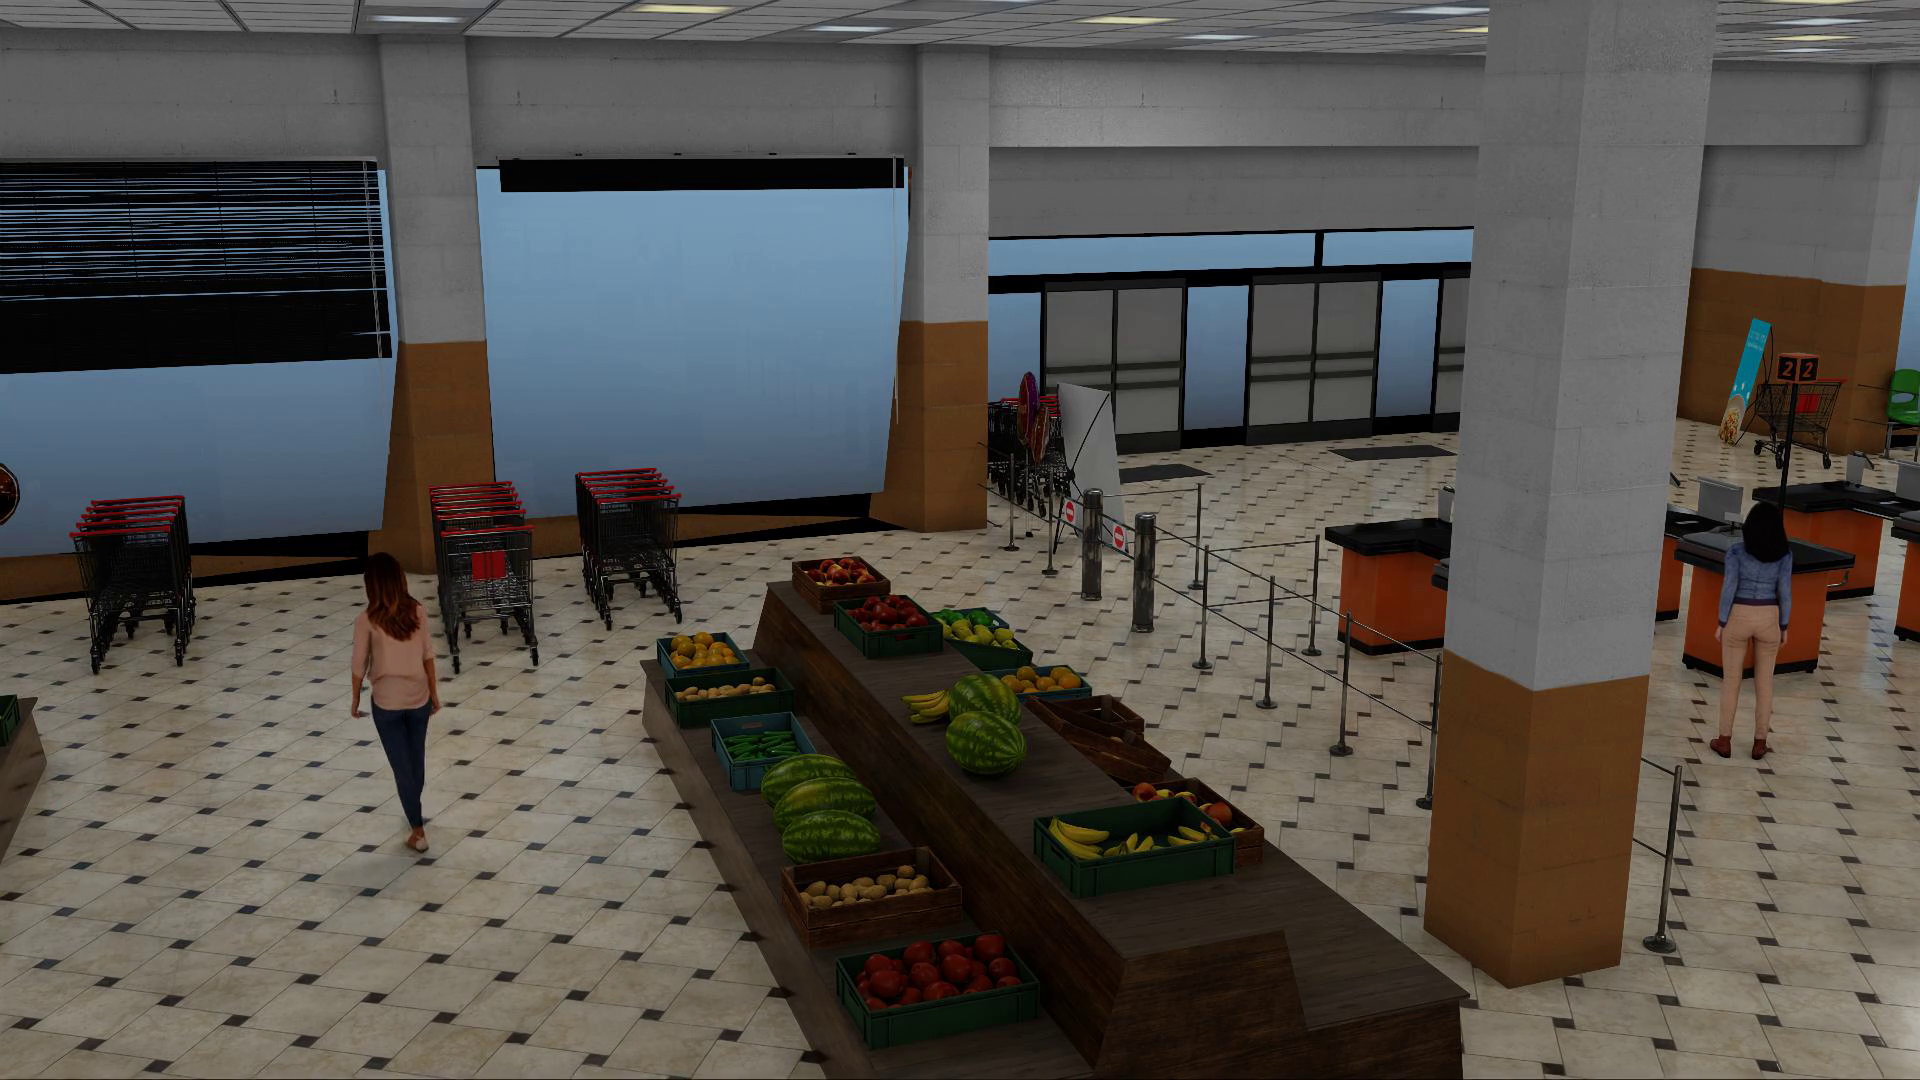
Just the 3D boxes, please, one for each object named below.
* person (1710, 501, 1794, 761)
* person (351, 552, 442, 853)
[{"bbox_3d":[5.313,0.600,11.155,0.706,1.774,0.747,4,14,16],"label":"person"},{"bbox_3d":[-3.225,0.966,9.652,0.764,1.771,0.941,-9,16,-34],"label":"person"}]
